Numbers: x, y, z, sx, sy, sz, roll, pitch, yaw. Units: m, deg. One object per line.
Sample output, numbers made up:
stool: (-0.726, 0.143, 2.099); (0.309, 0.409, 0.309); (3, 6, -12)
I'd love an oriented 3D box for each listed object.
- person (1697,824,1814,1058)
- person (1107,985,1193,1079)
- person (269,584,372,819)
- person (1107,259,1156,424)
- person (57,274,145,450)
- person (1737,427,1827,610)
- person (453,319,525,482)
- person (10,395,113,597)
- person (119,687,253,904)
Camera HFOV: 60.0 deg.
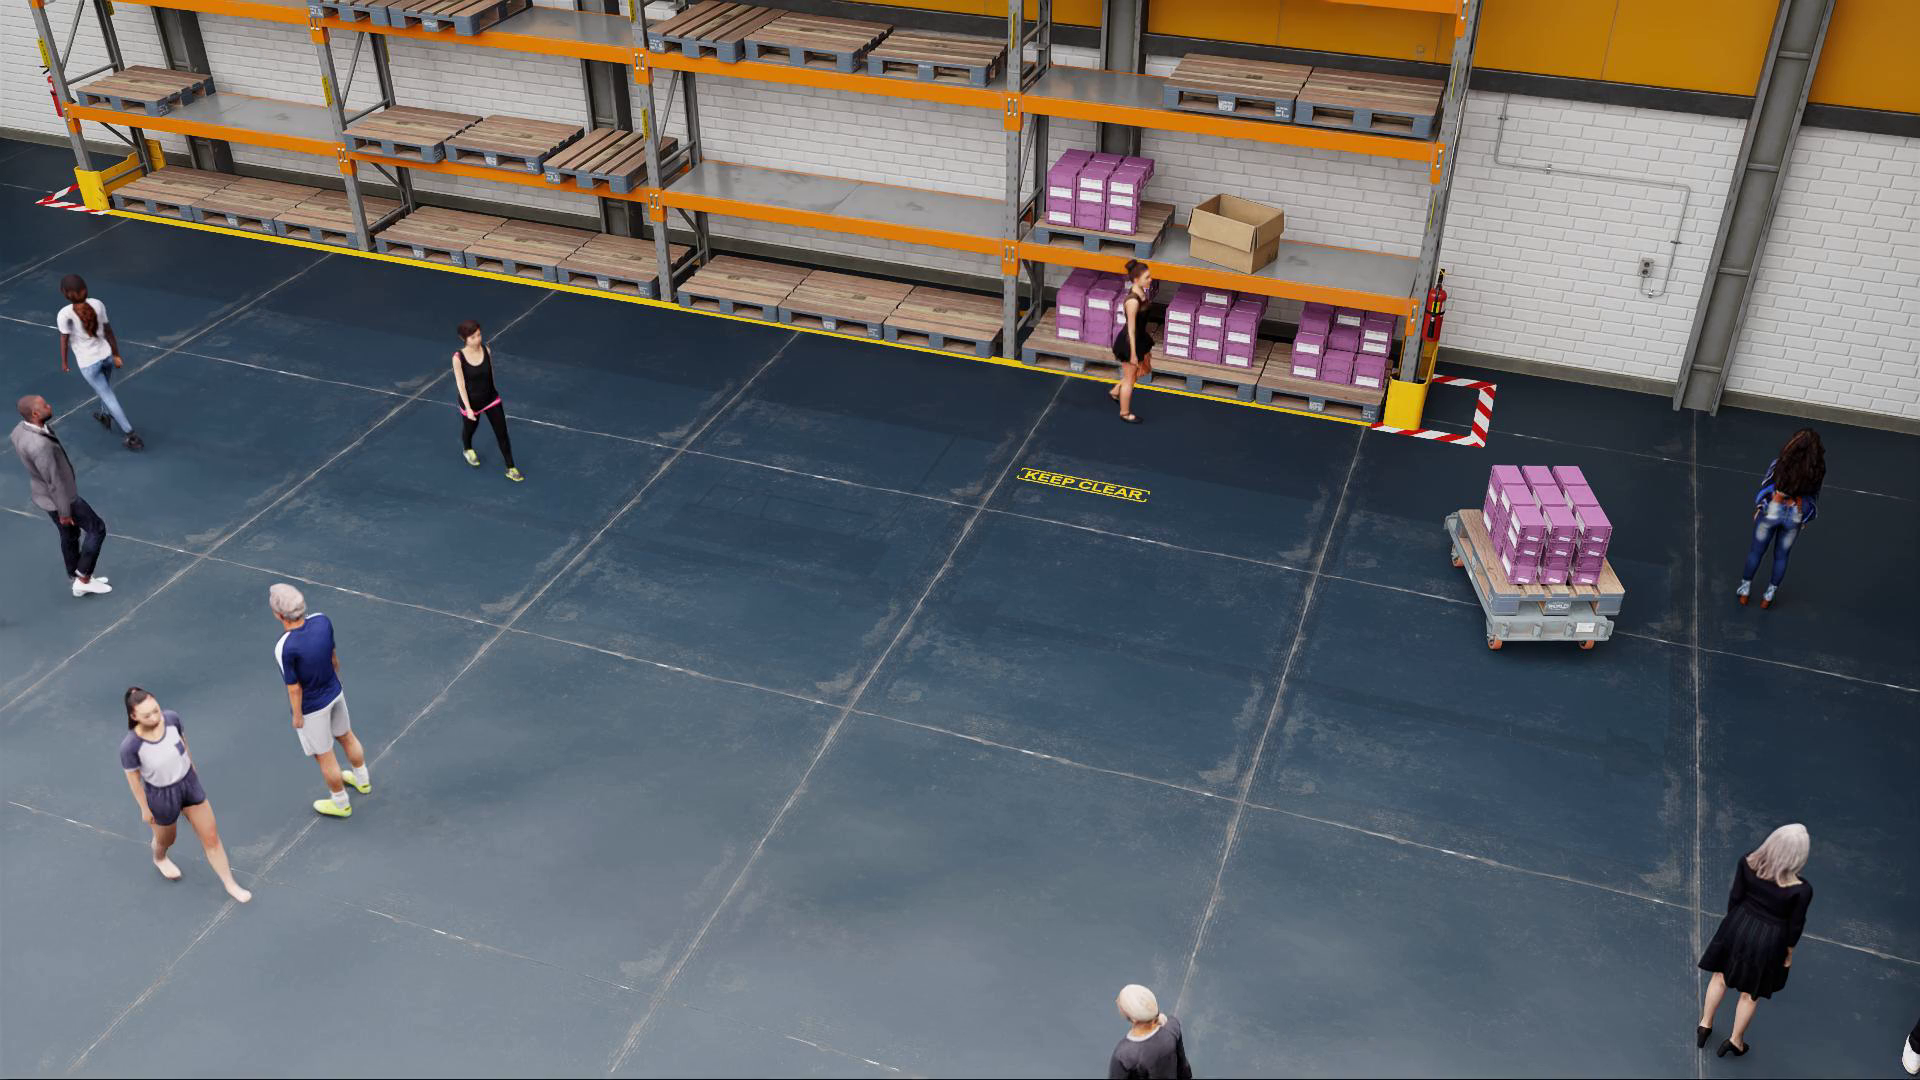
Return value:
person: (4.515, 2.272, 9.442); (0.749, 1.747, 0.647); (-27, 42, -34)
person: (1.036, 2.926, 8.508); (0.871, 1.690, 1.023); (-21, 39, -28)
person: (-4.317, 1.065, 11.177); (0.519, 1.835, 0.624); (11, 35, 16)
person: (1.566, -1.886, 15.769); (0.635, 1.667, 0.582); (10, 35, 15)
person: (-7.905, -1.607, 15.331); (1.088, 1.688, 0.705); (17, 37, 23)
person: (6.539, -0.183, 13.248); (0.475, 1.622, 0.660); (11, 35, 16)
person: (-4.384, -1.283, 14.999); (0.877, 1.515, 1.099); (-26, 41, -33)
person: (-7.283, -0.306, 13.268); (0.882, 1.804, 0.755); (-27, 42, -34)
person: (-5.070, 1.606, 10.568); (1.096, 1.609, 0.763); (19, 38, 26)
